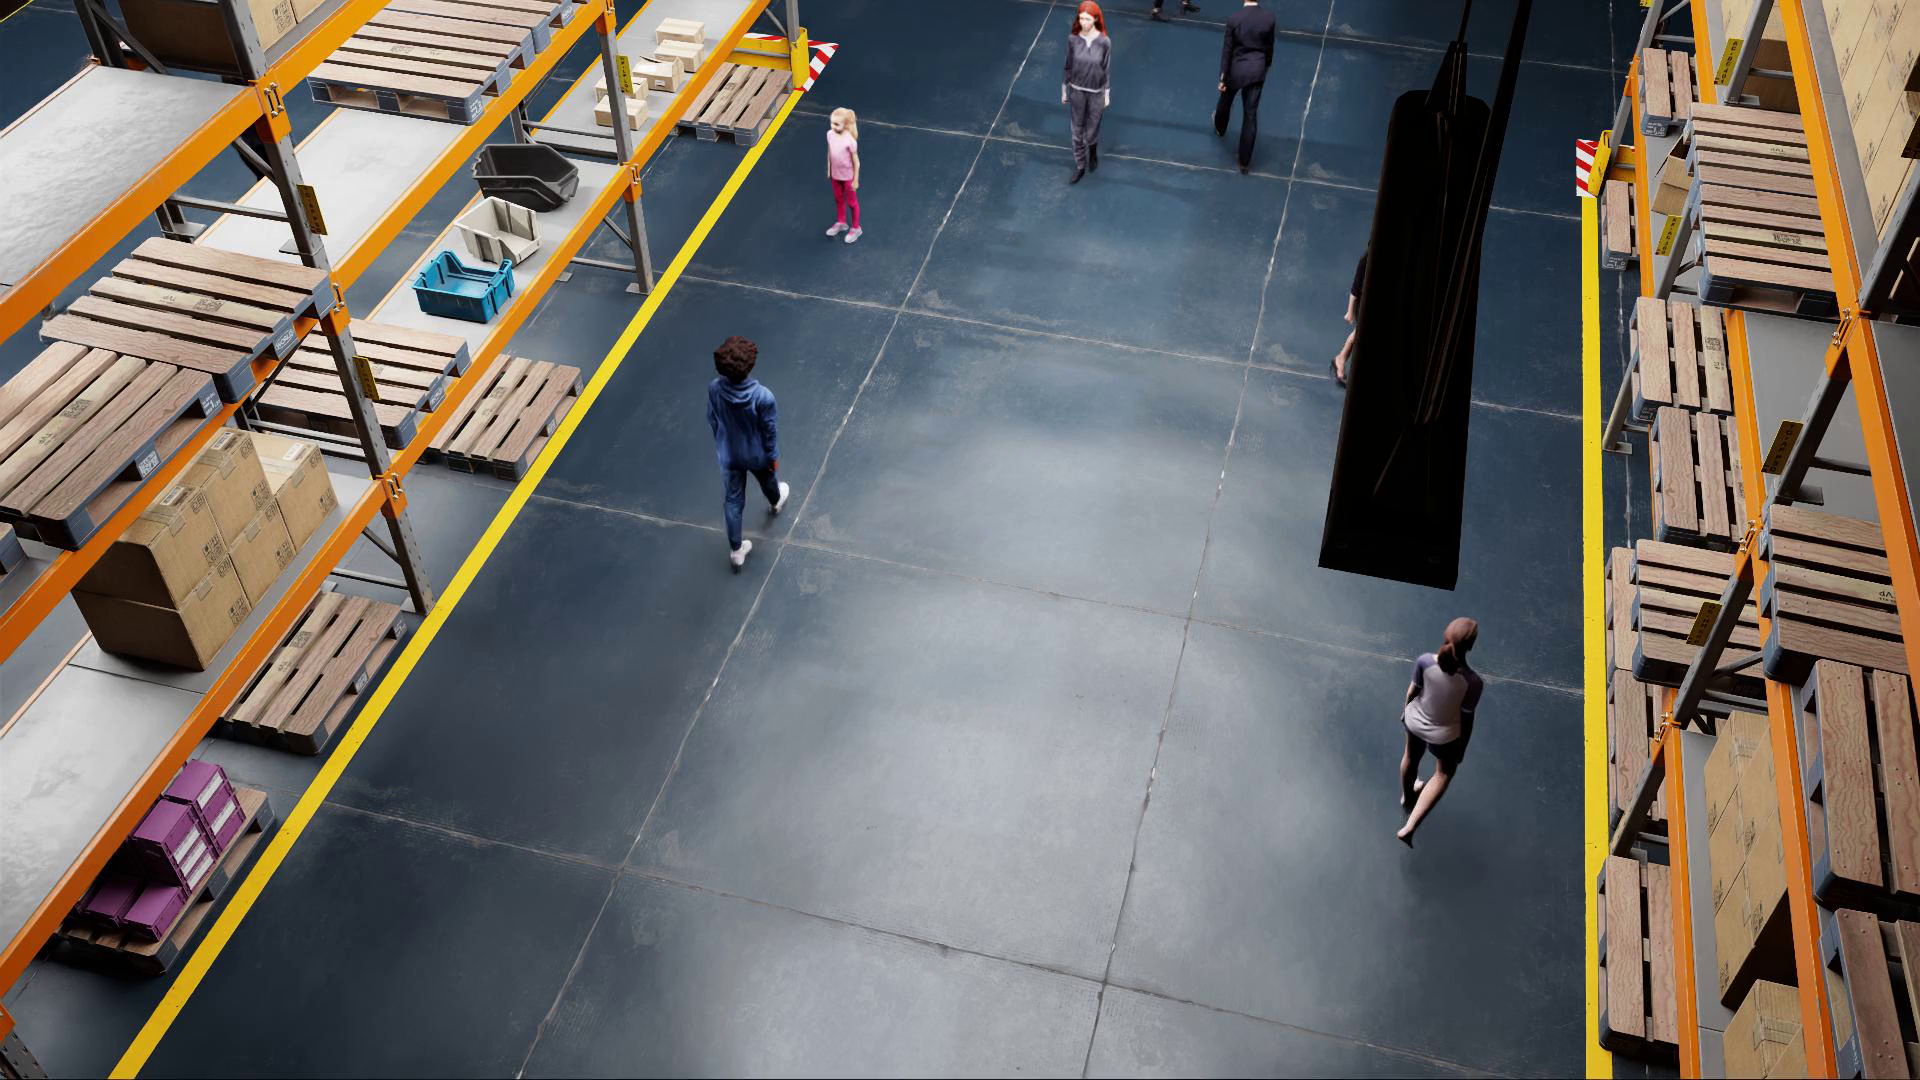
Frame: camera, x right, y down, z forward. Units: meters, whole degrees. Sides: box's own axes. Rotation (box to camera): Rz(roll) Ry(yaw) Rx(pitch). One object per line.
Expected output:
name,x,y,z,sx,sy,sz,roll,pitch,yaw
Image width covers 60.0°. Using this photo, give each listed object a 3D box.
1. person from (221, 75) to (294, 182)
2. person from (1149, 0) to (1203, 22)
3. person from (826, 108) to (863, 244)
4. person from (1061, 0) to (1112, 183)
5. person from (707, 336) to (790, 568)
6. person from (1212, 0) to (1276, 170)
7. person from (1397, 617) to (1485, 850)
person,-6.136,-3.412,14.673,0.766,1.601,0.825,-20,47,-20
person,2.196,-6.288,17.663,0.775,1.640,0.811,0,44,0
person,-1.027,-3.255,14.747,0.560,1.272,0.586,28,50,26
person,1.190,-4.144,15.323,0.615,1.763,0.614,13,45,14
person,-1.528,-0.581,11.582,0.705,1.765,1.108,9,44,9
person,2.670,-4.322,15.506,0.958,1.769,1.261,-3,44,-3
person,2.761,1.141,9.784,0.783,1.752,0.979,27,50,25
